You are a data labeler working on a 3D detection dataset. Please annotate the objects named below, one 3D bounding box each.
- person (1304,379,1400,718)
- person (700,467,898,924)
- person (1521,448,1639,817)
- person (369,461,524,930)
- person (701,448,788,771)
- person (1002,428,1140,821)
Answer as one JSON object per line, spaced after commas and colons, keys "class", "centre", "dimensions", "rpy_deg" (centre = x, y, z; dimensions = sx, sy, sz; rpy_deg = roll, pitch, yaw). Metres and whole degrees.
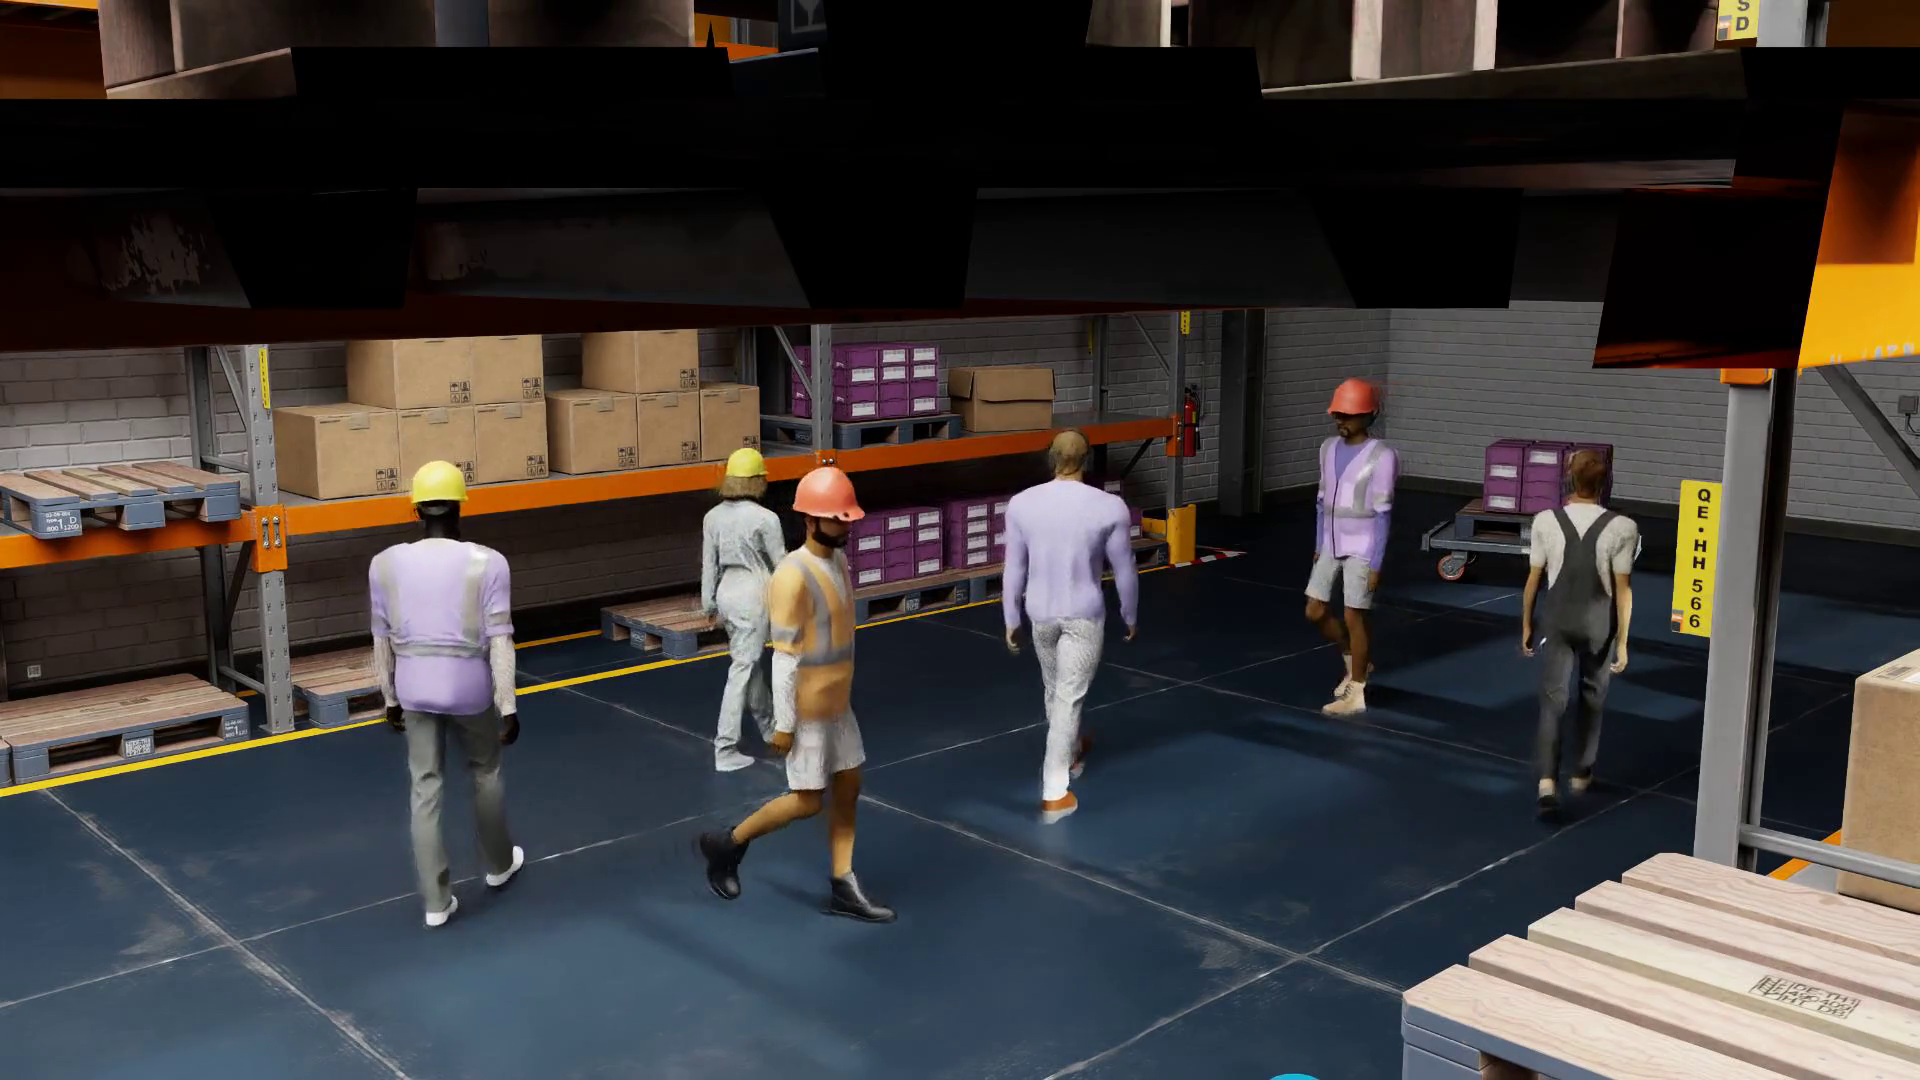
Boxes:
{"class": "person", "centre": [2.323, 0.051, 9.873], "dimensions": [0.441, 2.025, 0.621], "rpy_deg": [-5, 11, -29]}
{"class": "person", "centre": [-0.664, 0.639, 6.791], "dimensions": [0.748, 1.913, 0.543], "rpy_deg": [3, 10, 17]}
{"class": "person", "centre": [3.036, 0.447, 8.210], "dimensions": [0.528, 1.811, 0.923], "rpy_deg": [5, 11, 27]}
{"class": "person", "centre": [-2.115, 0.611, 6.983], "dimensions": [0.614, 1.896, 0.808], "rpy_deg": [0, 10, -1]}
{"class": "person", "centre": [-1.108, 0.353, 9.056], "dimensions": [0.502, 1.707, 0.869], "rpy_deg": [7, 12, 34]}
{"class": "person", "centre": [0.576, 0.378, 8.361], "dimensions": [0.654, 1.881, 1.020], "rpy_deg": [4, 11, 23]}
